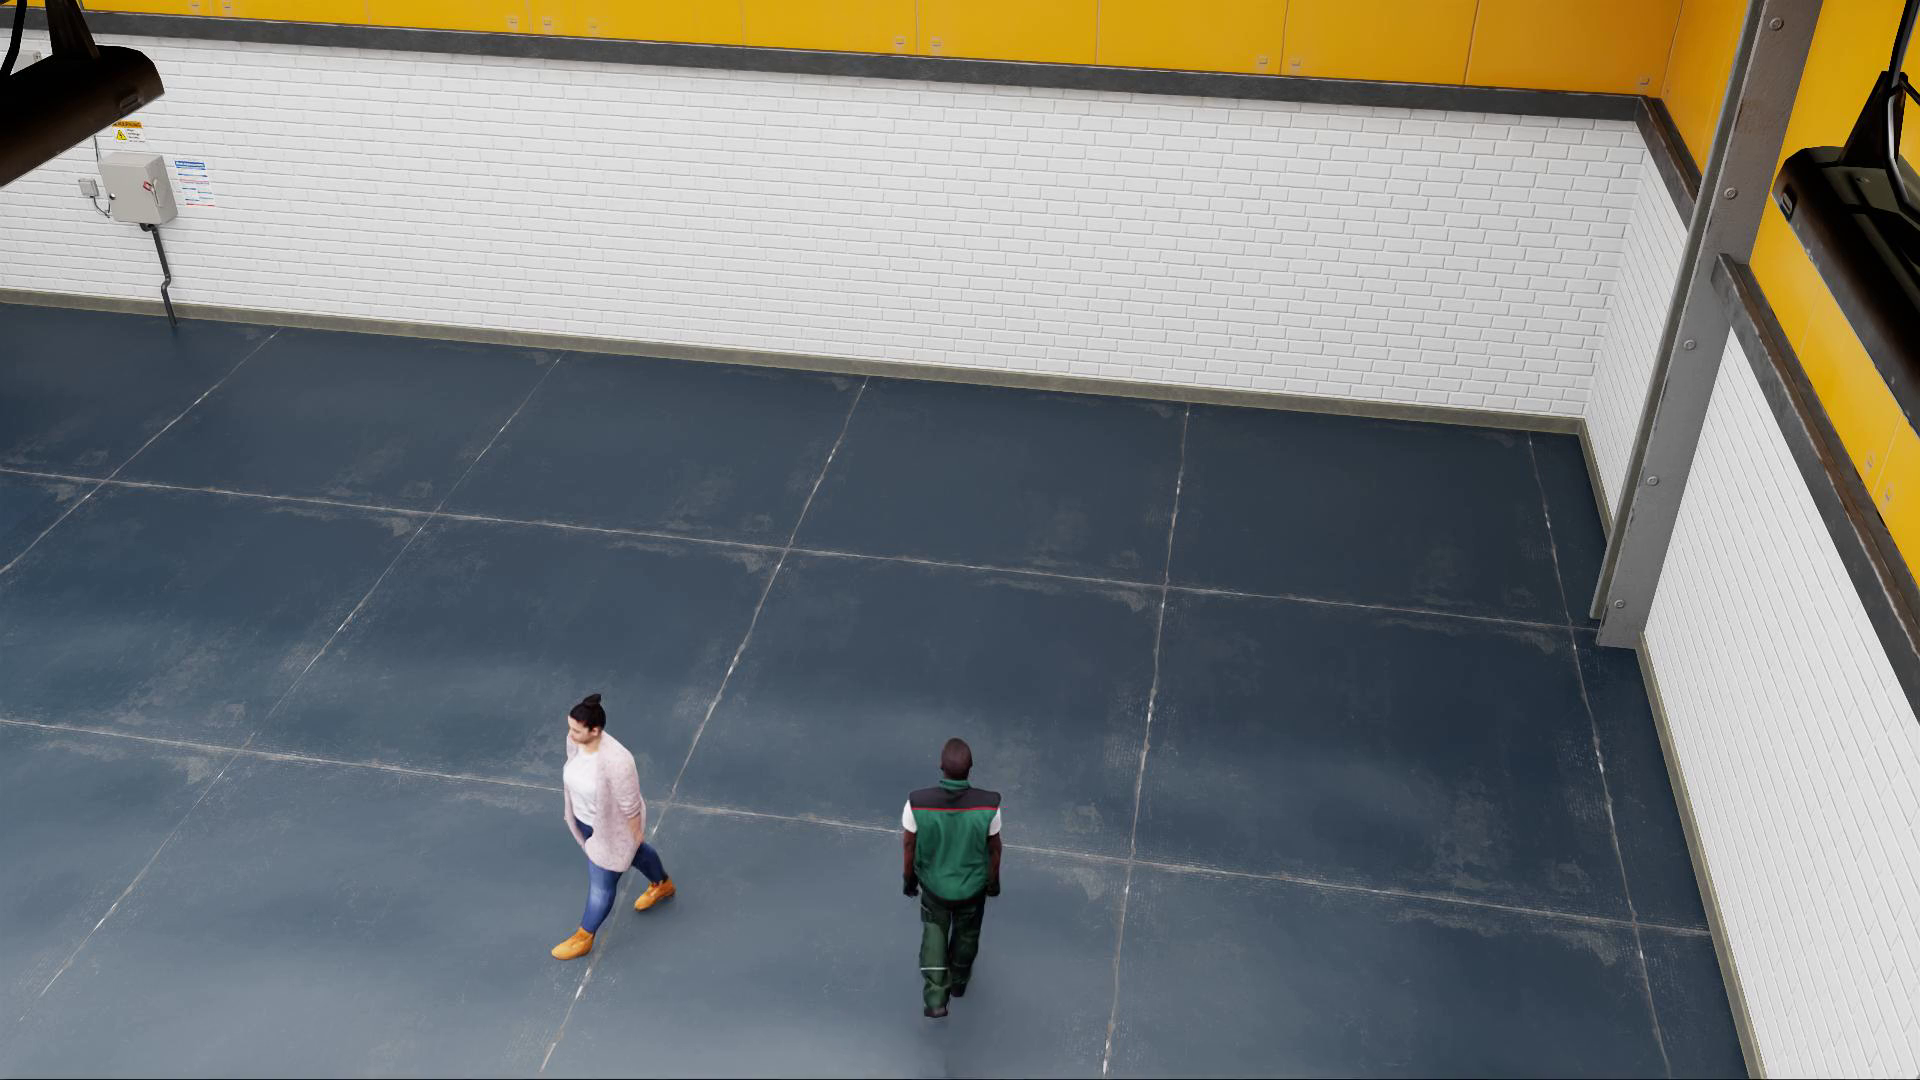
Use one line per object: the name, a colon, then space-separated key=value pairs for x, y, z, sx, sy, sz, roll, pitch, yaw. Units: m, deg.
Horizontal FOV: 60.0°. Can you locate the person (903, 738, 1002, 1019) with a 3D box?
person: x=-0.035 y=1.867 z=8.861 sx=0.738 sy=1.827 sz=0.925 roll=2 pitch=34 yaw=3

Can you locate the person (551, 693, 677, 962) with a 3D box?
person: x=-1.916 y=1.547 z=9.464 sx=1.199 sy=1.693 sz=1.094 roll=-26 pitch=41 yaw=-33
